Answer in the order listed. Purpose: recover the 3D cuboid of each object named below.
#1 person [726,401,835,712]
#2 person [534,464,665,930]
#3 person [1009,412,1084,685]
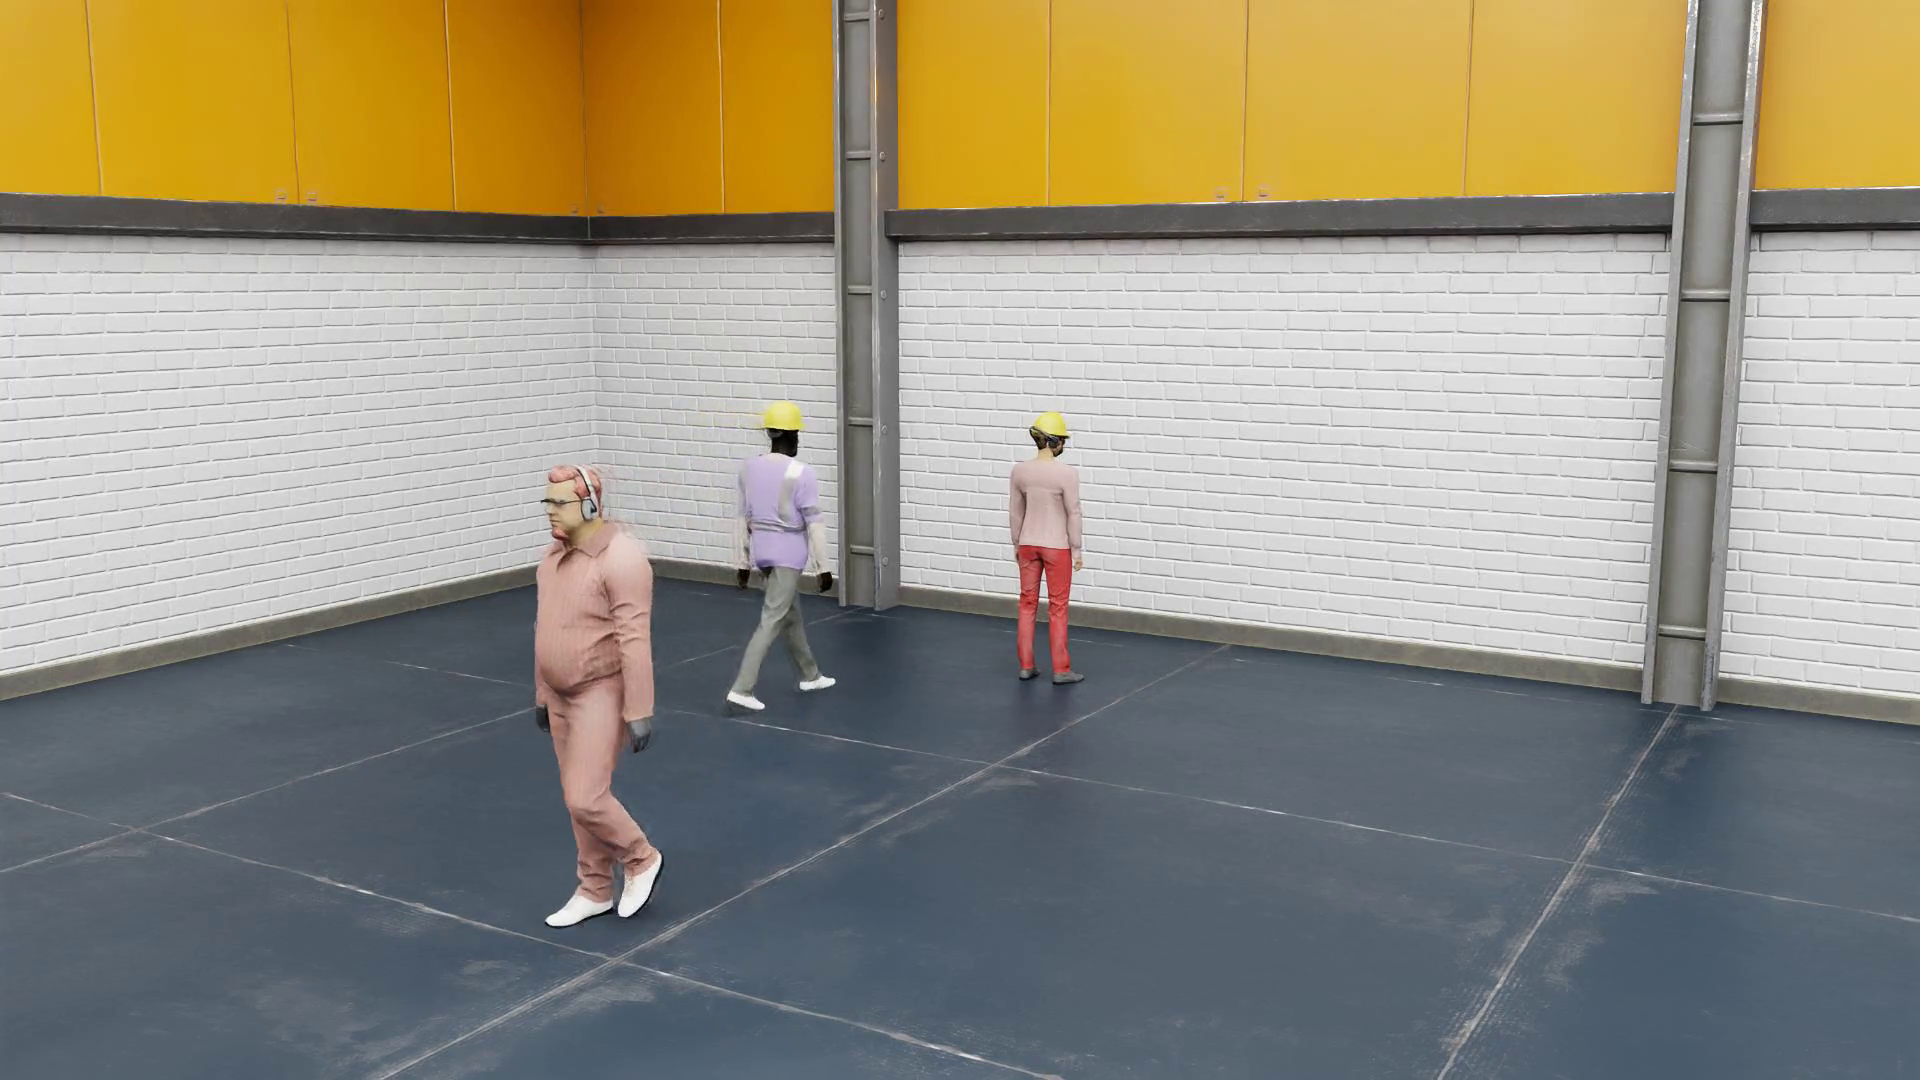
[{"bbox_3d":[-1.108,0.093,10.188,0.599,1.886,1.011,7,12,38],"label":"person"},{"bbox_3d":[-1.510,0.638,6.682,0.421,1.892,0.674,-9,13,-44],"label":"person"},{"bbox_3d":[0.566,0.055,10.754,0.523,1.762,0.329,6,11,34],"label":"person"}]
